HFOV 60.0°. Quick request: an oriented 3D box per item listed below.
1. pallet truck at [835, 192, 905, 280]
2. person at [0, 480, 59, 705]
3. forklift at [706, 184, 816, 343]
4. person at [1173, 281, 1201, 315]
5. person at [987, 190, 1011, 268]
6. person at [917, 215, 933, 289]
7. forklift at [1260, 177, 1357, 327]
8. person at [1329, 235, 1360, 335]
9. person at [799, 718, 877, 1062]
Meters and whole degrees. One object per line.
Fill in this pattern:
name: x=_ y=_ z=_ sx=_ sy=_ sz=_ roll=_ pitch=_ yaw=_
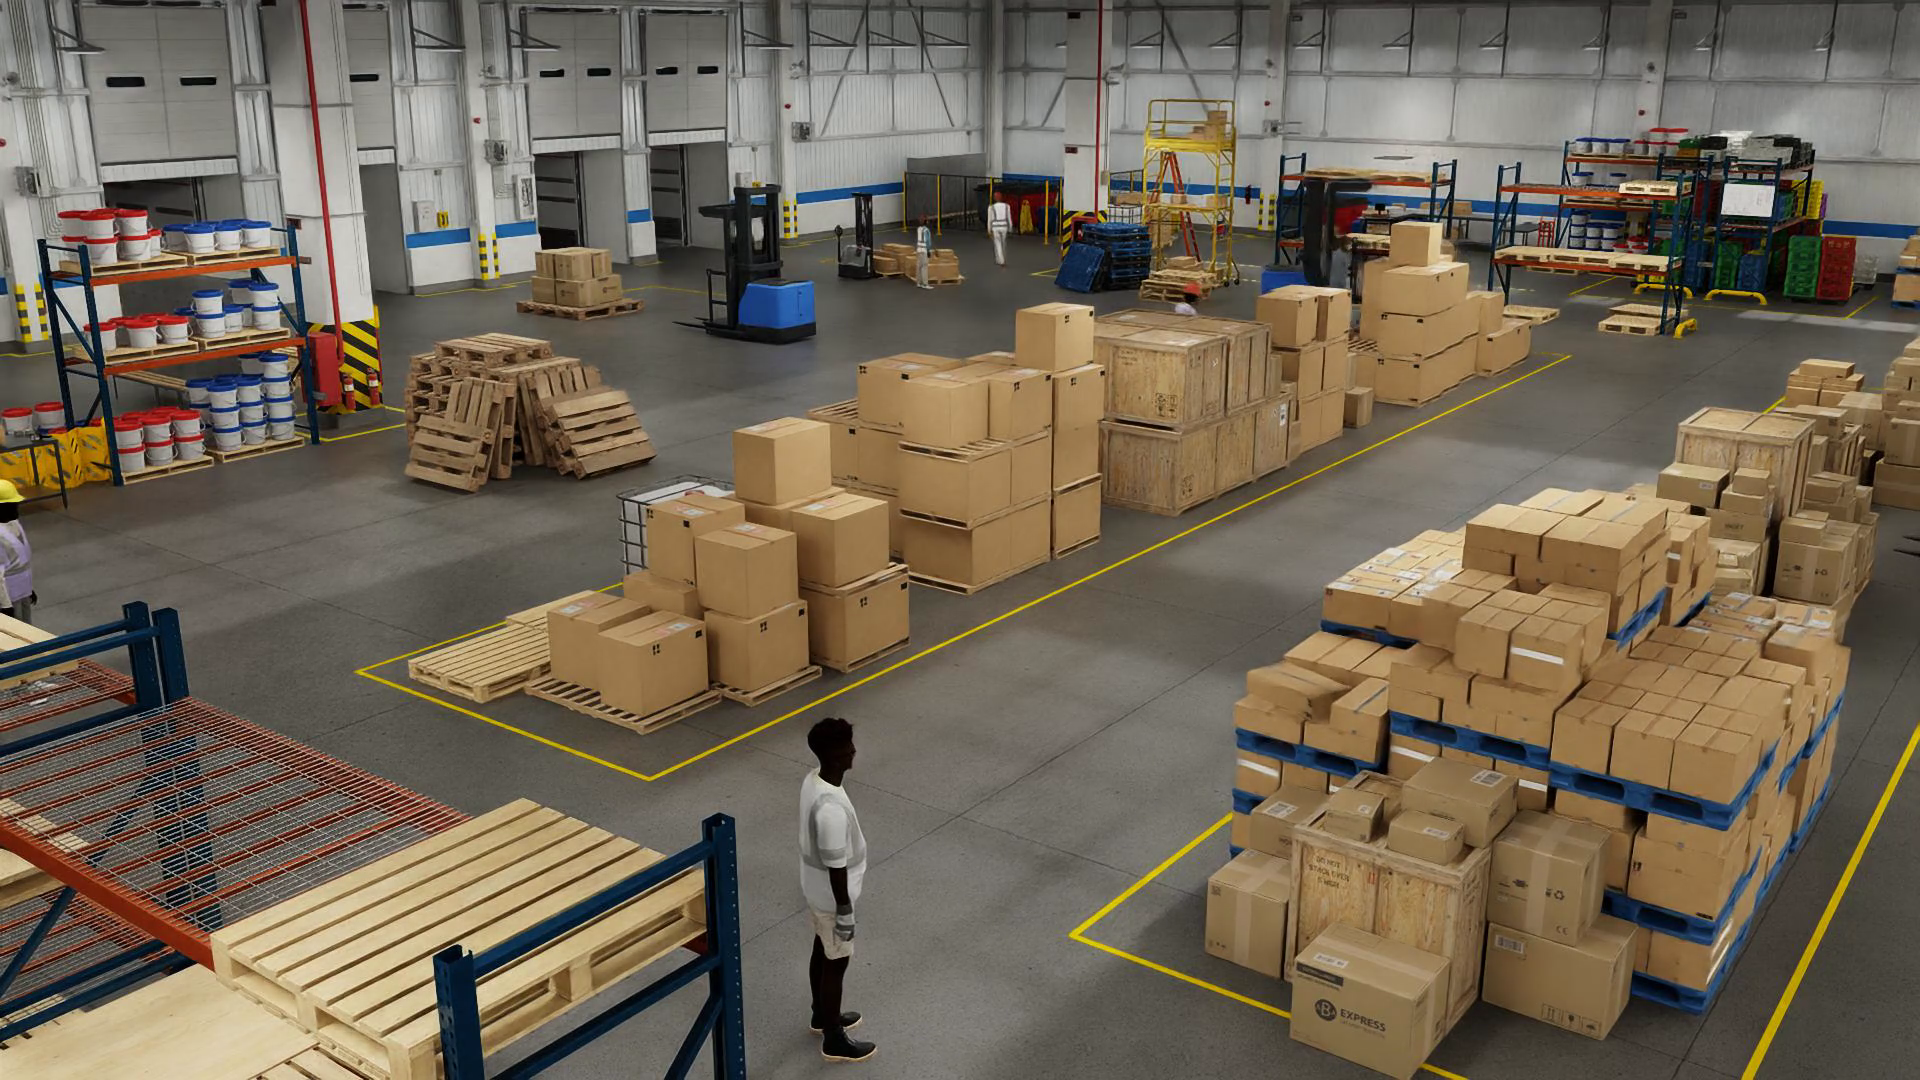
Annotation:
pallet truck: x=-1.936 y=-7.159 z=38.982 sx=1.885 sy=1.965 sz=0.823 roll=-12 pitch=21 yaw=-34
person: x=-7.941 y=0.429 z=13.977 sx=0.366 sy=1.927 sz=0.585 roll=-3 pitch=17 yaw=-11
forklift: x=-3.717 y=-5.181 z=30.929 sx=1.873 sy=2.768 sz=1.129 roll=12 pitch=21 yaw=35
person: x=3.428 y=-2.956 z=25.173 sx=0.378 sy=1.932 sz=0.551 roll=-6 pitch=18 yaw=-20
person: x=0.957 y=-7.581 z=40.612 sx=0.581 sy=1.896 sz=0.437 roll=-6 pitch=18 yaw=-19
person: x=-0.807 y=-6.447 z=37.231 sx=0.313 sy=1.642 sz=0.513 roll=-8 pitch=19 yaw=-25
forklift: x=6.841 y=-5.633 z=32.428 sx=1.873 sy=2.768 sz=1.129 roll=3 pitch=17 yaw=9
person: x=7.232 y=-4.749 z=31.180 sx=1.000 sy=1.889 sz=0.645 roll=6 pitch=18 yaw=19
person: x=-0.684 y=1.890 z=9.070 sx=0.361 sy=1.965 sz=0.613 roll=-5 pitch=17 yaw=-15
